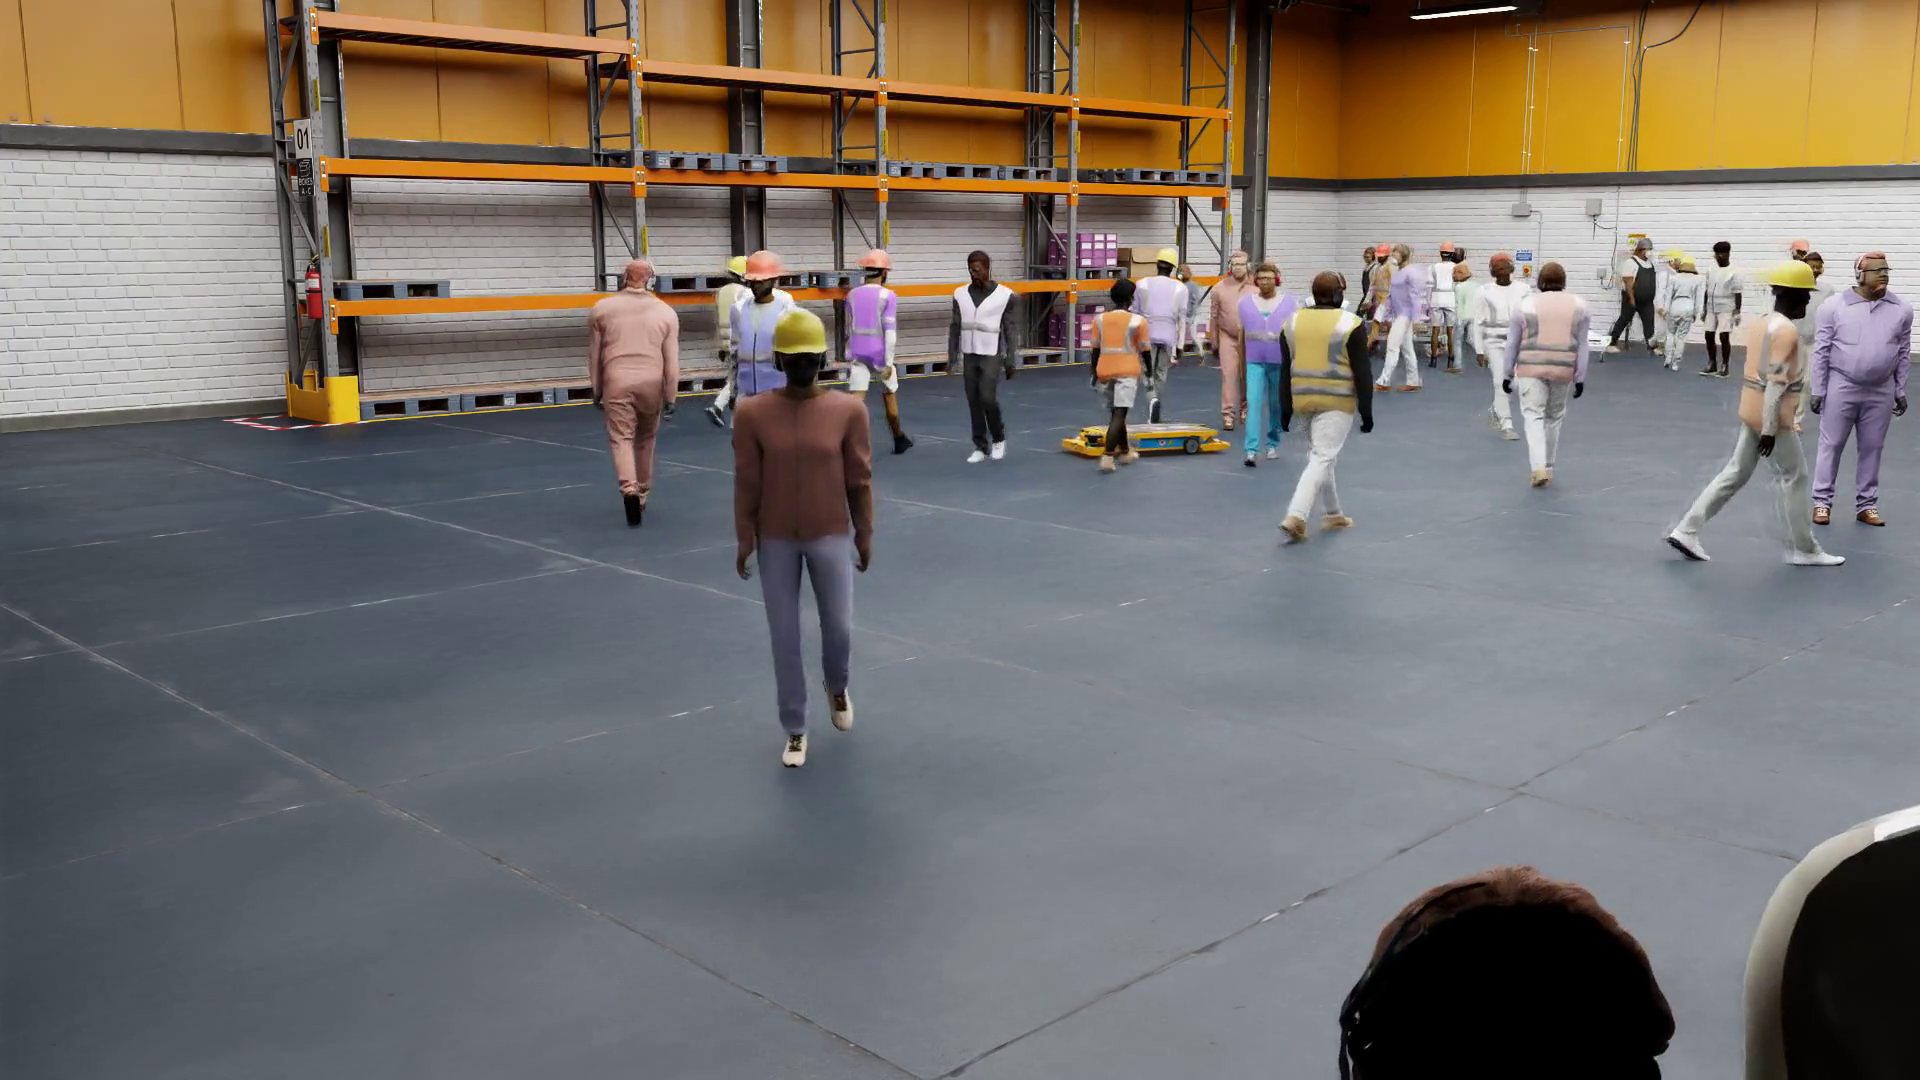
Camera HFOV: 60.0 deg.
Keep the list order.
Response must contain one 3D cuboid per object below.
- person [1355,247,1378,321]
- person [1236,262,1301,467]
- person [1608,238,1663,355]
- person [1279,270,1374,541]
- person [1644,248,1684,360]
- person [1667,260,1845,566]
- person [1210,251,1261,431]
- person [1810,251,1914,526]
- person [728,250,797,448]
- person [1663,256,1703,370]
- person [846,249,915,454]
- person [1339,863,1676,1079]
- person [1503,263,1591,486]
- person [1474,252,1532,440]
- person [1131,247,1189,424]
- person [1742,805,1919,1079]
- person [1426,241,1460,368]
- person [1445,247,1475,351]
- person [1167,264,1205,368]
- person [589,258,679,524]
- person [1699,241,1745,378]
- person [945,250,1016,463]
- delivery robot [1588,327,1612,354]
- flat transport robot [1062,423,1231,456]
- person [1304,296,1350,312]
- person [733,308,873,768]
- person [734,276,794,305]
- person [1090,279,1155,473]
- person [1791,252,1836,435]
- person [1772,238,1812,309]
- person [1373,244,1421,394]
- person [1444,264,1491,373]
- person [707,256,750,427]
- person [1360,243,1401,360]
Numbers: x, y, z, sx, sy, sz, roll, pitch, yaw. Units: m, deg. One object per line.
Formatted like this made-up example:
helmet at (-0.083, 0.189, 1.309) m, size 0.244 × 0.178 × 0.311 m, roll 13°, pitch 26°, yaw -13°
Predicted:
person at (7.161, -4.258, 29.404) m, size 0.617 × 1.806 × 0.589 m, roll -1°, pitch 10°, yaw -6°
person at (2.732, -1.557, 14.747) m, size 0.587 × 1.789 × 1.018 m, roll 3°, pitch 11°, yaw 15°
person at (11.523, -4.181, 28.343) m, size 0.682 × 2.000 × 1.030 m, roll -4°, pitch 11°, yaw -22°
person at (2.424, -0.899, 11.135) m, size 0.955 × 1.809 × 0.628 m, roll -10°, pitch 14°, yaw -43°
person at (11.494, -3.823, 26.990) m, size 0.613 × 1.818 × 0.507 m, roll -8°, pitch 13°, yaw -37°
person at (4.912, -0.768, 10.193) m, size 1.013 × 1.879 × 0.598 m, roll 1°, pitch 10°, yaw 7°
person at (2.960, -2.119, 17.590) m, size 0.638 × 1.870 × 0.965 m, roll 1°, pitch 10°, yaw 6°
person at (6.286, -1.050, 11.618) m, size 0.651 × 1.913 × 0.410 m, roll 2°, pitch 11°, yaw 10°
person at (-1.380, -1.069, 11.709) m, size 0.572 × 1.915 × 0.494 m, roll 3°, pitch 11°, yaw 18°
person at (10.868, -3.412, 25.041) m, size 0.514 × 1.700 × 0.479 m, roll 4°, pitch 11°, yaw 21°
person at (-0.754, -1.682, 15.117) m, size 0.565 × 1.882 × 0.978 m, roll 5°, pitch 12°, yaw 26°
person at (0.333, 1.006, 1.151) m, size 0.515 × 1.641 × 0.315 m, roll 1°, pitch 10°, yaw 8°
person at (4.760, -1.331, 13.514) m, size 0.633 × 1.824 × 0.855 m, roll 1°, pitch 10°, yaw 5°
person at (5.433, -1.932, 16.614) m, size 0.631 × 1.862 × 0.602 m, roll 0°, pitch 10°, yaw -2°
person at (2.084, -2.113, 17.453) m, size 0.621 × 1.897 × 0.665 m, roll 0°, pitch 10°, yaw 0°
person at (0.776, 0.827, 1.036) m, size 0.615 × 2.038 × 0.395 m, roll 1°, pitch 10°, yaw 6°
person at (7.421, -3.608, 25.502) m, size 0.550 × 1.935 × 0.376 m, roll 3°, pitch 11°, yaw 18°
person at (8.777, -4.223, 29.179) m, size 0.632 × 1.826 × 0.634 m, roll 2°, pitch 11°, yaw 8°
person at (3.489, -3.443, 25.538) m, size 0.496 × 1.596 × 0.811 m, roll 8°, pitch 13°, yaw 38°
person at (-2.313, -1.071, 11.863) m, size 0.642 × 1.869 × 0.904 m, roll -2°, pitch 11°, yaw -13°
person at (10.862, -3.283, 23.701) m, size 0.497 × 1.944 × 0.646 m, roll -5°, pitch 12°, yaw -26°
person at (0.195, -1.623, 14.813) m, size 0.588 × 1.892 × 0.454 m, roll 6°, pitch 12°, yaw 28°
delivery robot at (10.058, -3.174, 26.650) m, size 0.707 × 0.478 × 0.477 m, roll 5°, pitch 12°, yaw 27°
flat transport robot at (1.740, -0.949, 15.548) m, size 1.431 × 0.197 × 0.652 m, roll -4°, pitch 11°, yaw -19°
person at (3.941, -2.073, 17.972) m, size 0.513 × 1.627 × 0.594 m, roll 2°, pitch 11°, yaw 11°
person at (-0.601, -0.016, 6.403) m, size 0.534 × 1.752 × 0.448 m, roll -1°, pitch 10°, yaw -3°
person at (-1.777, -1.634, 15.009) m, size 0.575 × 1.850 × 0.918 m, roll 2°, pitch 11°, yaw 9°
person at (1.388, -1.417, 14.324) m, size 0.542 × 1.649 × 0.872 m, roll 7°, pitch 12°, yaw 33°
person at (8.574, -1.964, 16.778) m, size 0.522 × 1.847 × 0.649 m, roll 2°, pitch 11°, yaw 11°
person at (12.186, -3.413, 24.319) m, size 0.617 × 1.978 × 0.493 m, roll -3°, pitch 11°, yaw -17°
person at (5.503, -2.804, 21.194) m, size 0.903 × 1.903 × 0.665 m, roll -1°, pitch 10°, yaw -6°
person at (7.474, -3.232, 24.352) m, size 0.525 × 1.608 × 0.611 m, roll -10°, pitch 14°, yaw -43°
person at (-2.291, -2.006, 17.101) m, size 0.487 × 1.814 × 0.598 m, roll -9°, pitch 14°, yaw -40°
person at (6.725, -3.831, 26.841) m, size 0.975 × 1.876 × 0.657 m, roll -1°, pitch 10°, yaw -5°
